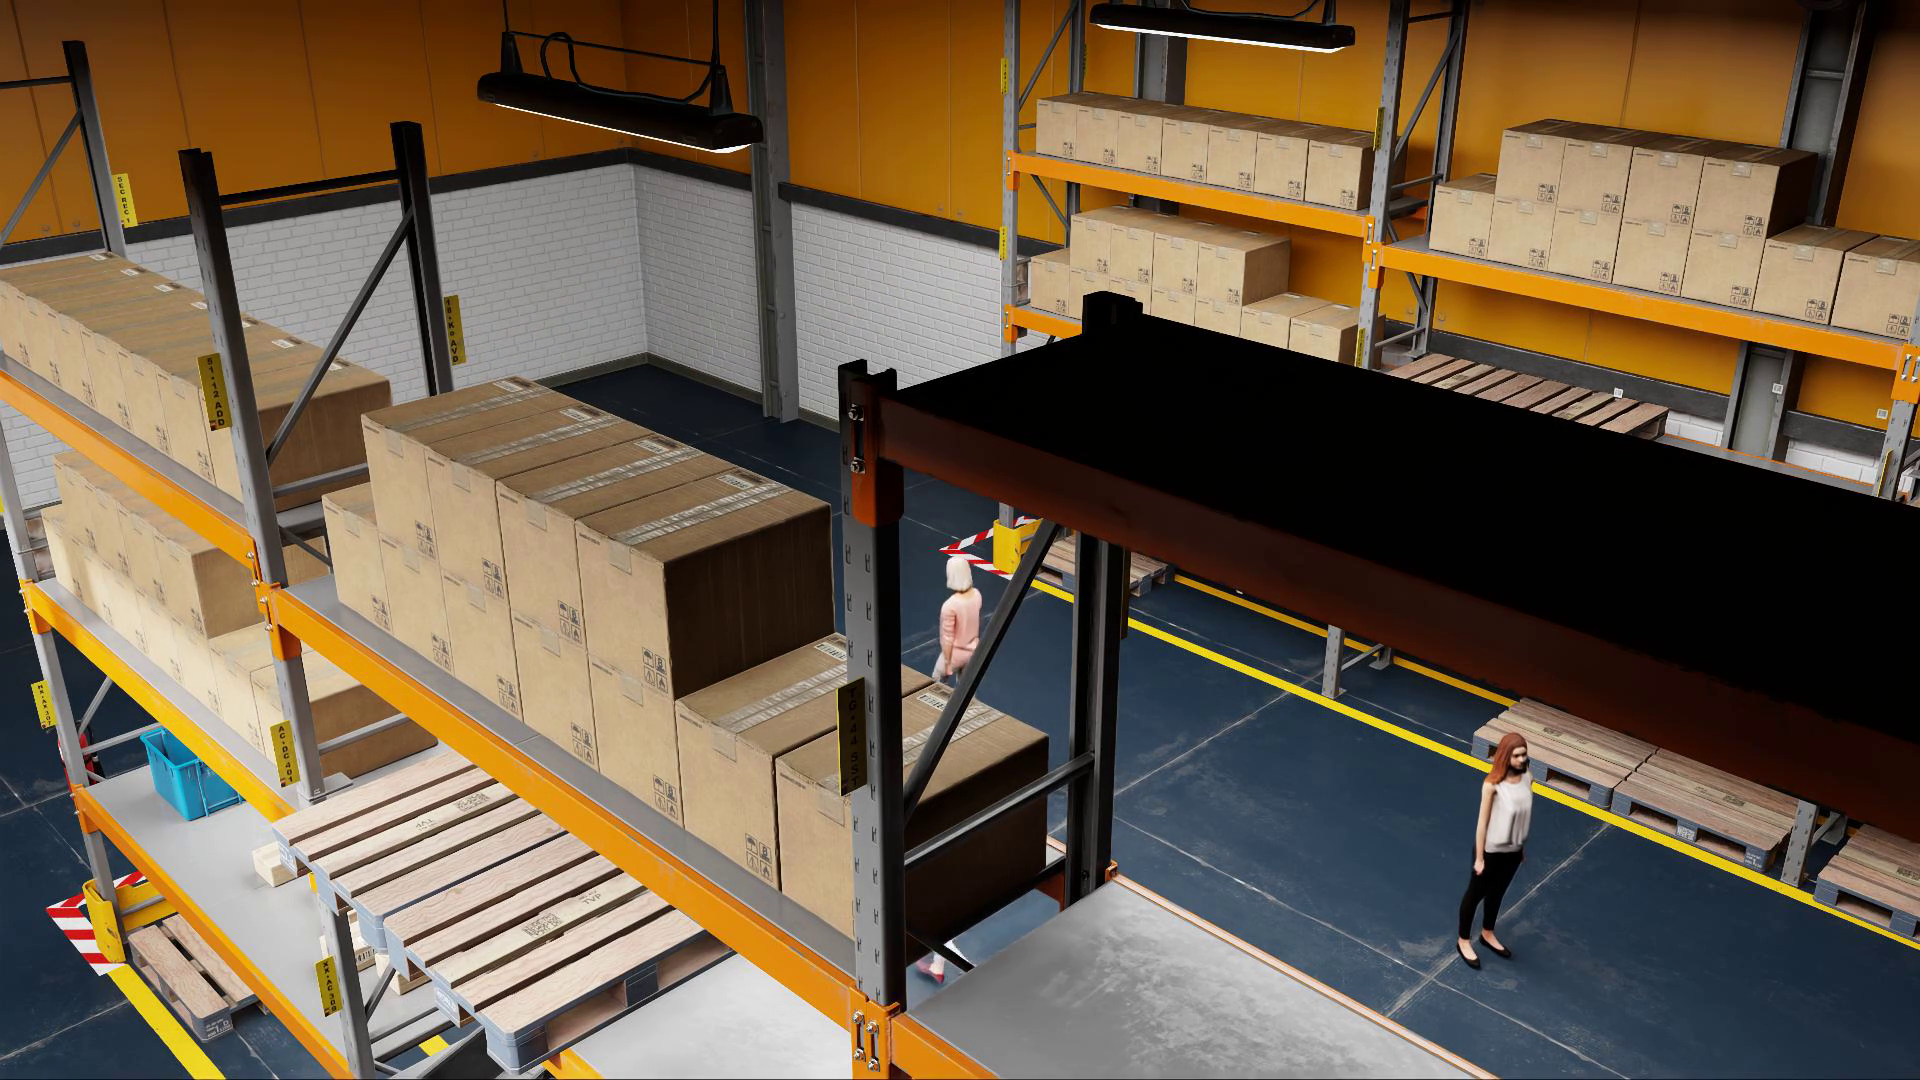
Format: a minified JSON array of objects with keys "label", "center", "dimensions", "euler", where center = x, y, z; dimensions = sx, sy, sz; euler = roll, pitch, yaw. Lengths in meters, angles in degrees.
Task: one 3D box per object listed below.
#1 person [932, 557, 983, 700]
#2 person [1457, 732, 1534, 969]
[{"label":"person","center":[0.061,0.965,13.703],"dimensions":[0.570,1.714,0.591],"euler":[21,31,39]},{"label":"person","center":[3.612,2.057,11.196],"dimensions":[0.642,1.722,0.626],"euler":[-9,25,-20]}]
